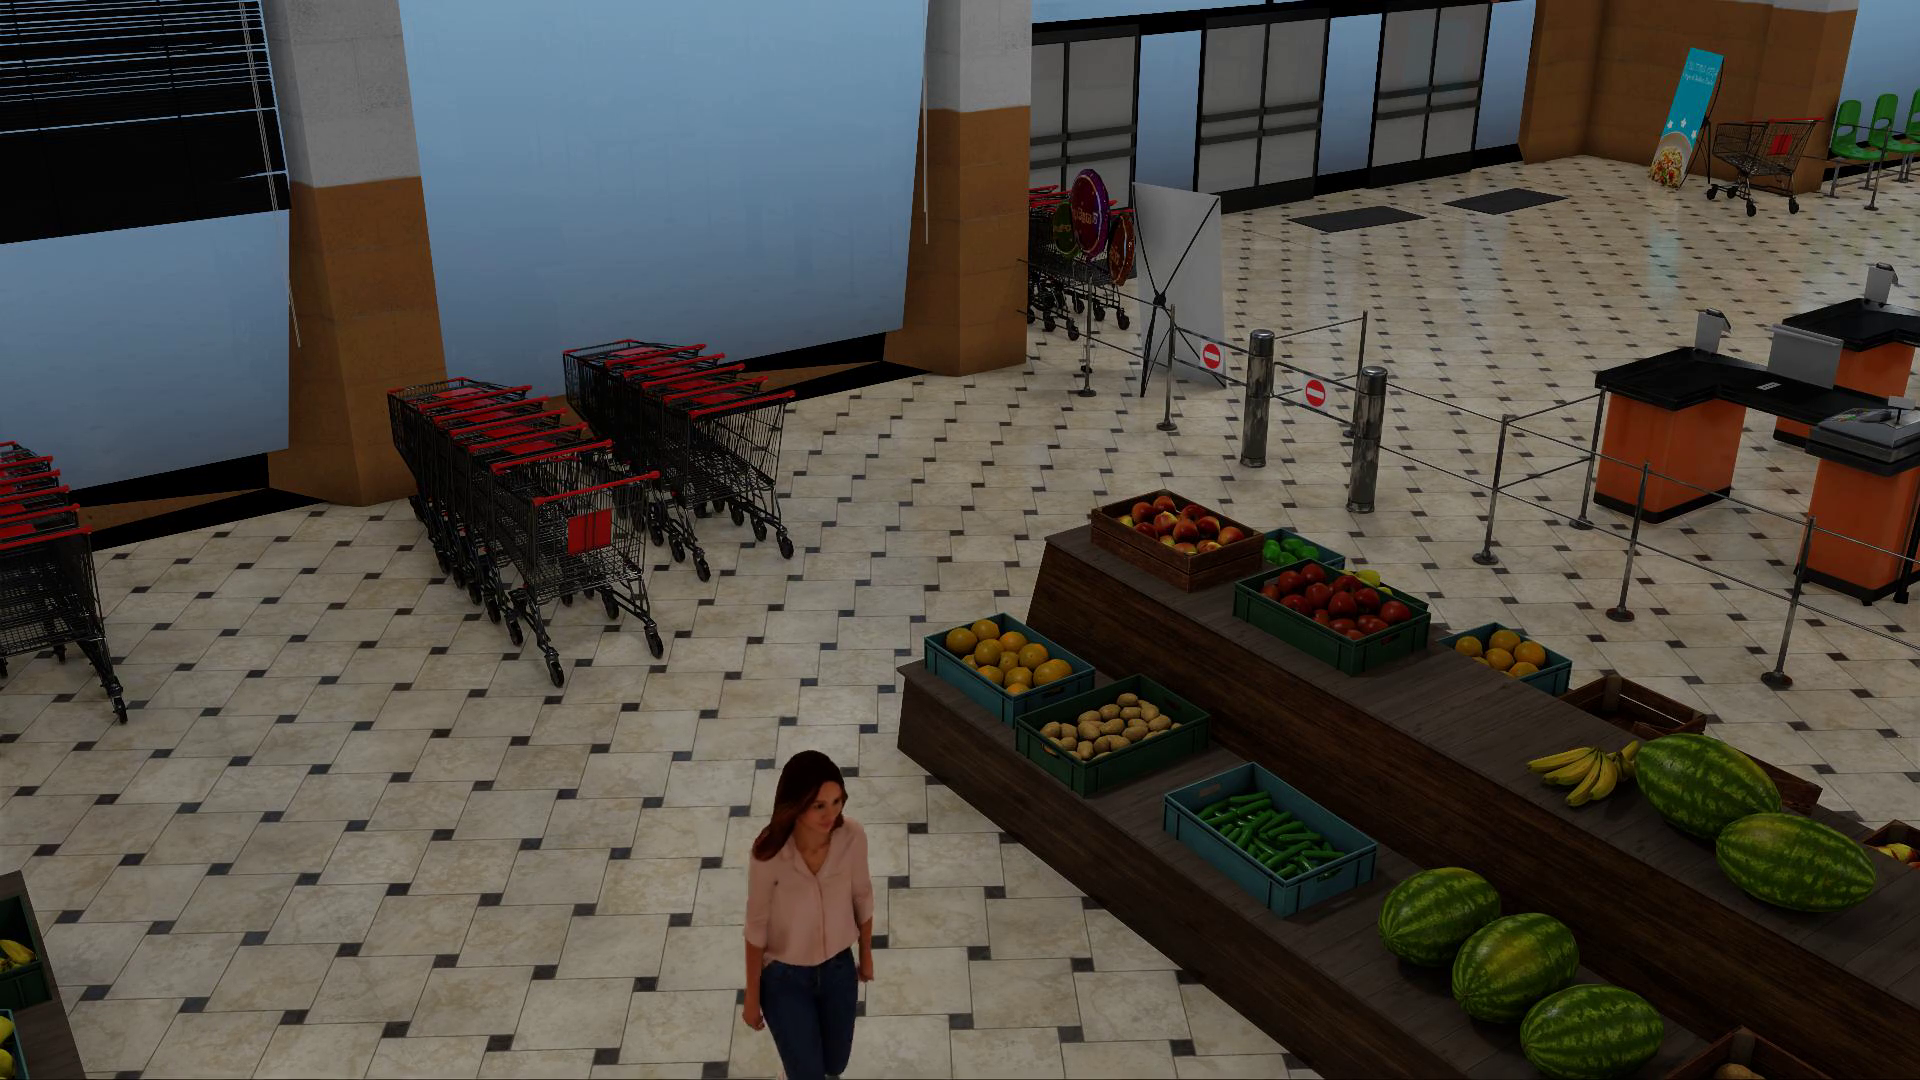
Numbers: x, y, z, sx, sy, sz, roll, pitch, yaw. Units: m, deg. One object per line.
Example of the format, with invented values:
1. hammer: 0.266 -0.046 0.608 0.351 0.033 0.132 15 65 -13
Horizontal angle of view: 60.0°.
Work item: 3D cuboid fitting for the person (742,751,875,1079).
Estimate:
1. person: -0.542 1.426 5.634 0.734 1.764 1.031 -9 25 -20
